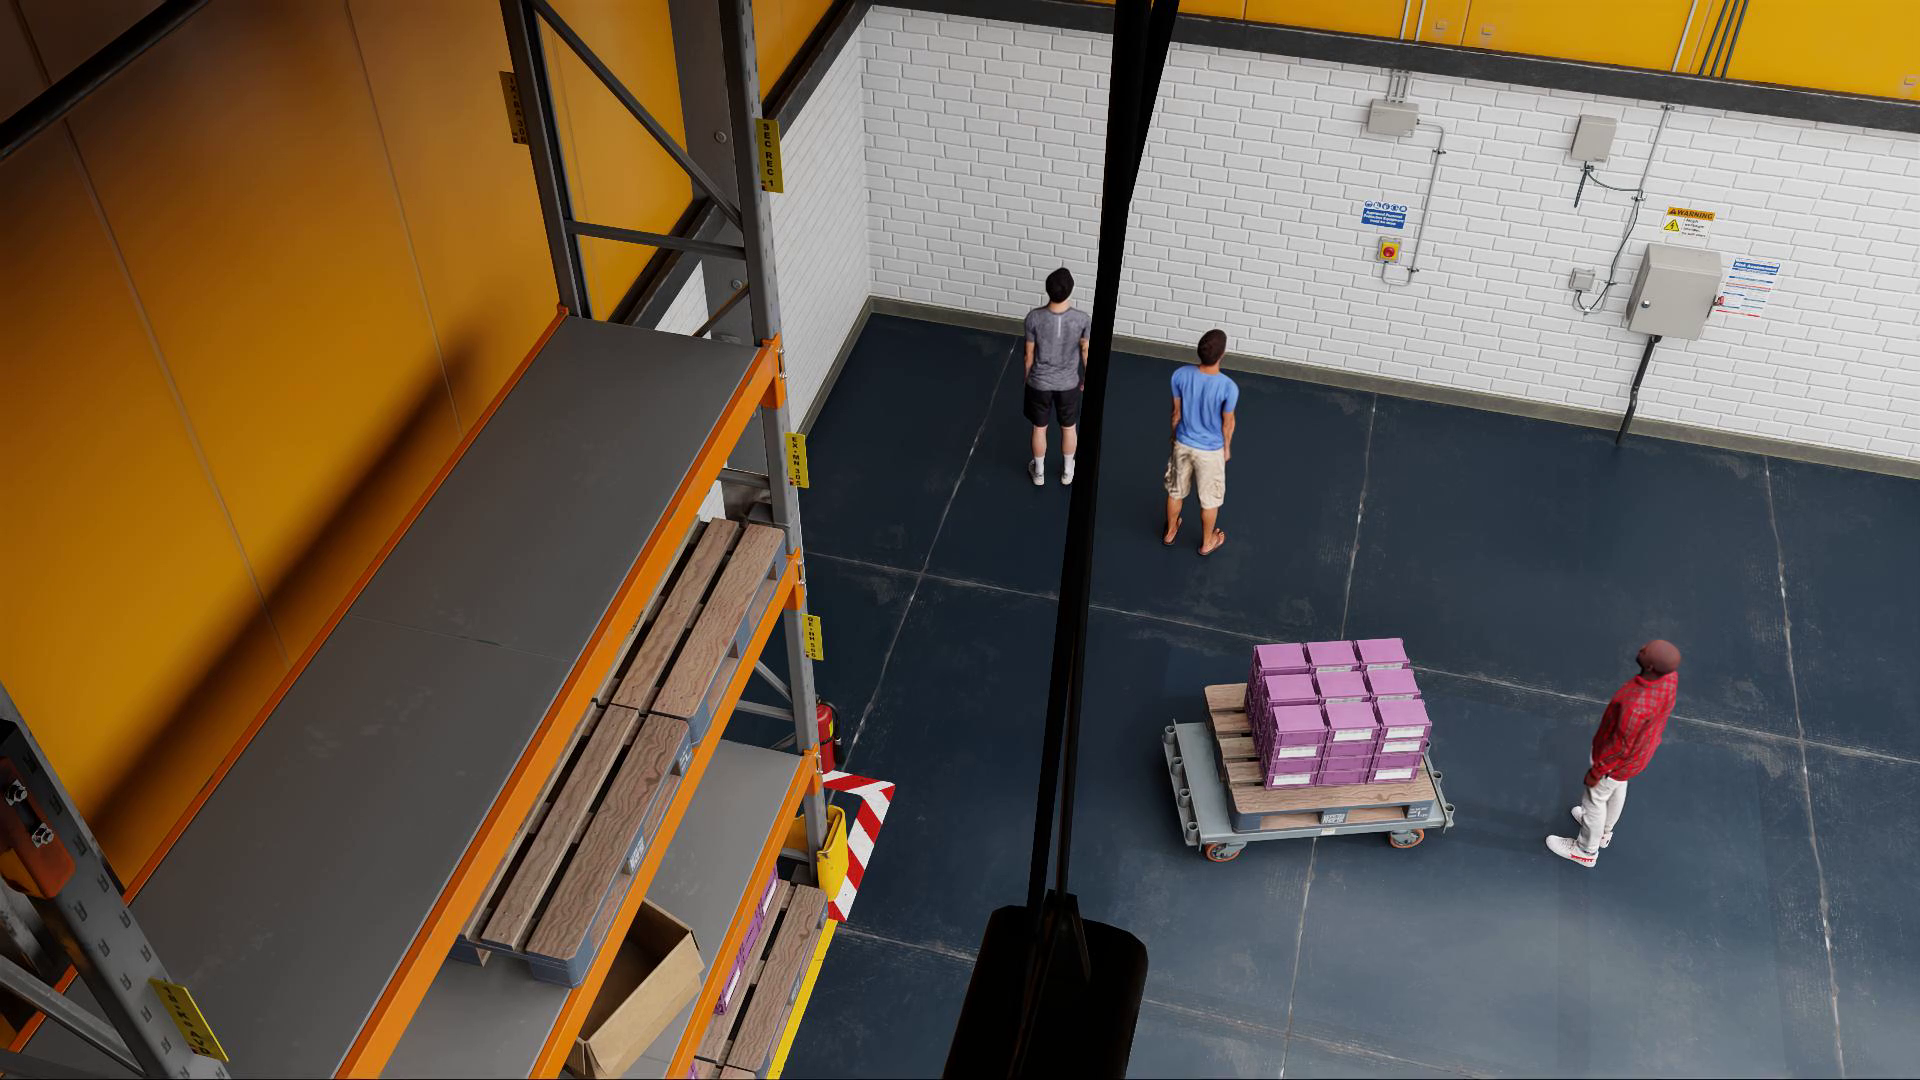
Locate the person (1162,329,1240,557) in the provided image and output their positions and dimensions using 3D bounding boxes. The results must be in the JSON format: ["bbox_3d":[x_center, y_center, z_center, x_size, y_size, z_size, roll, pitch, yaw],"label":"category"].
[{"bbox_3d":[1.673,-0.673,11.634,0.708,1.863,0.654,20,47,20],"label":"person"}]

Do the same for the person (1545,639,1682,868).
[{"bbox_3d":[3.855,1.224,9.675,0.695,1.819,0.814,-33,53,-30],"label":"person"}]

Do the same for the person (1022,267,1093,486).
[{"bbox_3d":[0.686,-1.174,12.155,0.709,1.871,0.629,0,44,0],"label":"person"}]
